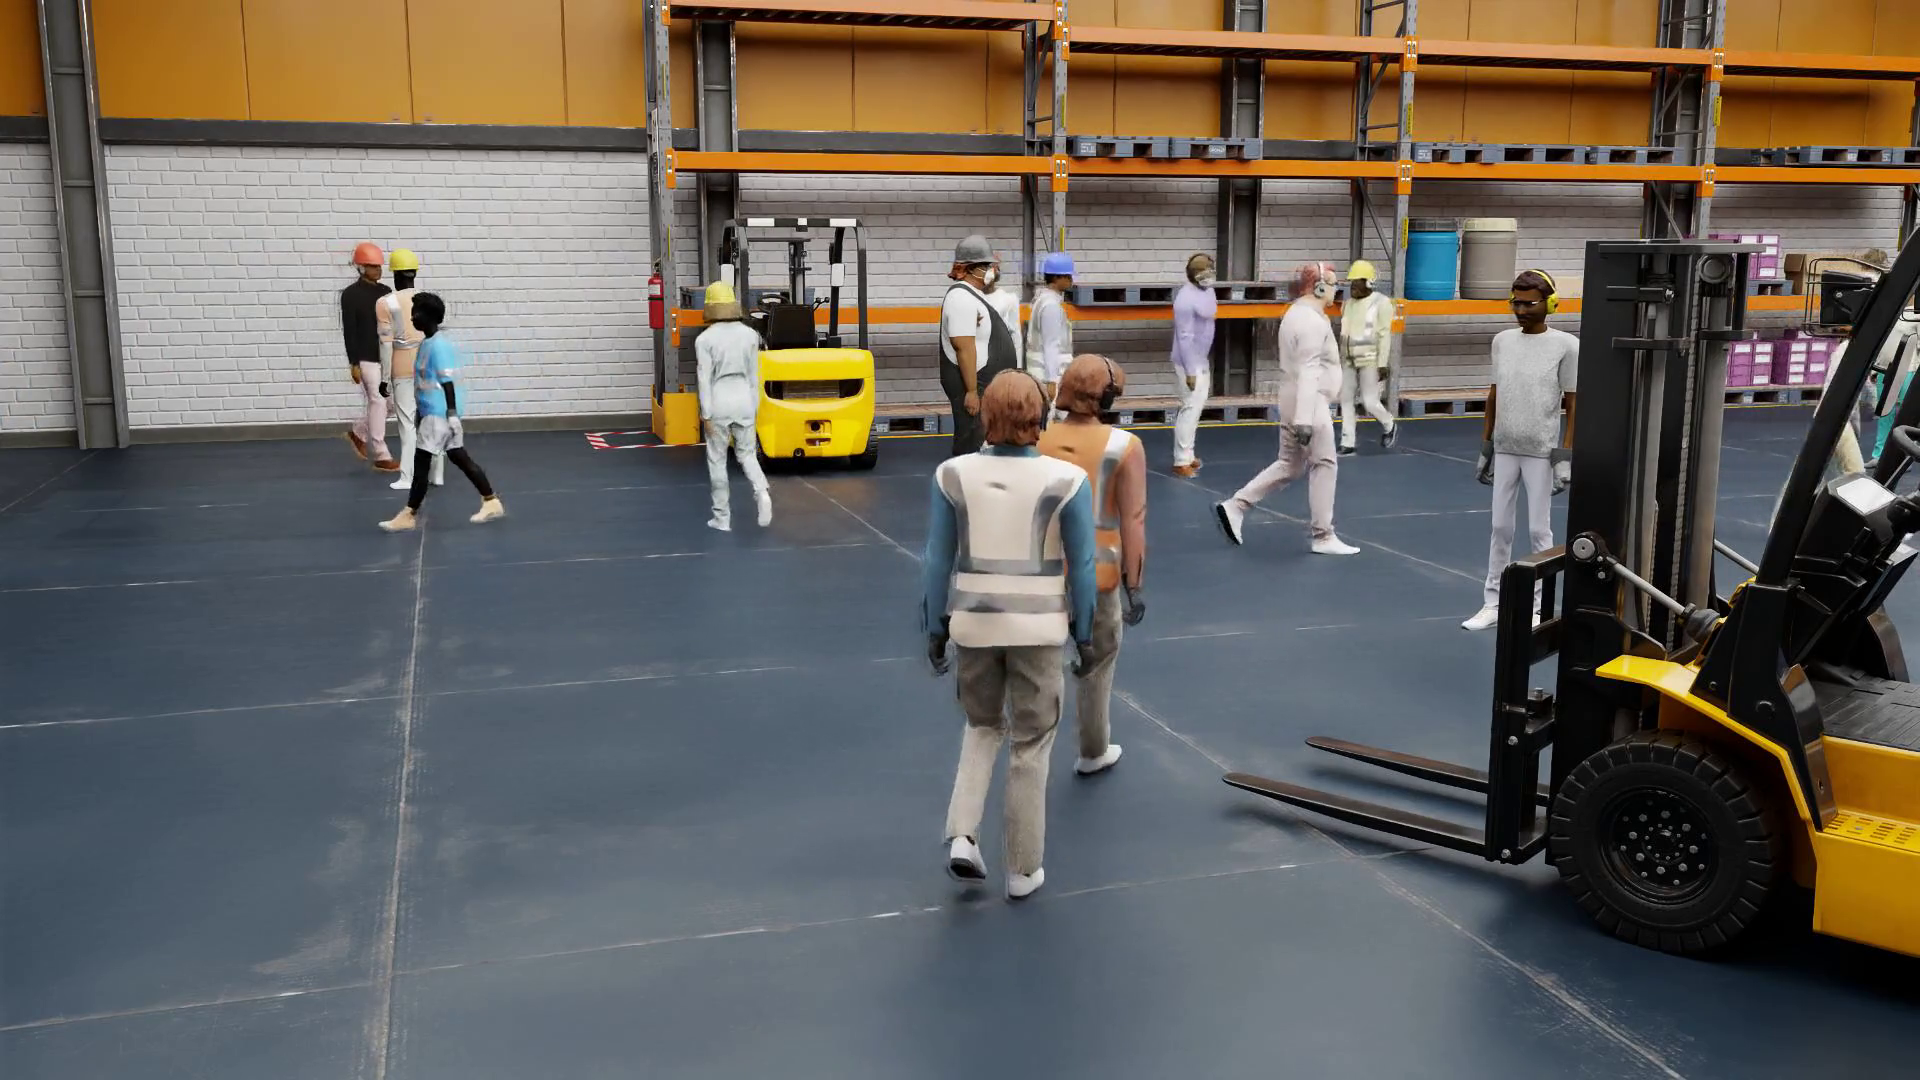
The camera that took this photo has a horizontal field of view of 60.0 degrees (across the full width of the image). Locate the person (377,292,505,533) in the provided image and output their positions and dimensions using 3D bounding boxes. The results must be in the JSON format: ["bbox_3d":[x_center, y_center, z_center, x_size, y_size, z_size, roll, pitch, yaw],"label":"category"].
[{"bbox_3d":[-3.601,-0.895,11.551,0.883,1.651,0.546,-5,11,-25],"label":"person"}]

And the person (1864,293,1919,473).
[{"bbox_3d":[8.063,-1.452,14.309,0.327,1.760,0.523,-4,11,-19],"label":"person"}]

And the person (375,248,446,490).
[{"bbox_3d":[-4.394,-1.360,13.333,0.359,1.930,0.587,9,13,40],"label":"person"}]

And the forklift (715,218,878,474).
[{"bbox_3d":[-1.522,-1.778,14.899,1.214,2.155,2.313,-3,11,-17],"label":"forklift"}]

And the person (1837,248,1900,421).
[{"bbox_3d":[9.920,-2.211,18.113,1.001,1.883,0.652,0,10,1],"label":"person"}]

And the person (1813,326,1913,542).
[{"bbox_3d":[5.827,-0.741,10.849,0.875,1.579,0.520,5,12,26],"label":"person"}]

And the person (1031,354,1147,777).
[{"bbox_3d":[0.408,0.130,6.023,0.634,1.596,0.772,5,11,24],"label":"person"}]

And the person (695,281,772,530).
[{"bbox_3d":[-1.549,-0.897,11.351,0.489,1.722,0.592,-6,12,-31],"label":"person"}]

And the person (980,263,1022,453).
[{"bbox_3d":[0.221,-1.594,14.875,0.595,1.826,0.995,4,11,23],"label":"person"}]

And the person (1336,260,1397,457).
[{"bbox_3d":[3.742,-1.663,15.310,0.610,1.815,0.602,-7,13,-35],"label":"person"}]

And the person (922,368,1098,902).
[{"bbox_3d":[0.154,0.296,5.078,0.525,1.628,0.353,4,11,20],"label":"person"}]

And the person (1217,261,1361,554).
[{"bbox_3d":[2.119,-0.836,10.626,0.829,1.879,0.645,0,10,0],"label":"person"}]

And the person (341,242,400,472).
[{"bbox_3d":[-5.103,-1.579,14.401,0.598,1.976,0.644,3,11,16],"label":"person"}]

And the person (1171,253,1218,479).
[{"bbox_3d":[1.986,-1.470,14.059,0.417,1.895,0.797,5,11,25],"label":"person"}]

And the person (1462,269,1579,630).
[{"bbox_3d":[2.853,-0.426,8.418,0.329,1.857,0.512,-10,14,-43],"label":"person"}]

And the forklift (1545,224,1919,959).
[{"bbox_3d":[2.909,0.117,4.508,2.313,2.155,1.214,9,14,40],"label":"forklift"}]

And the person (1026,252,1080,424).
[{"bbox_3d":[0.618,-1.304,13.092,0.871,1.912,0.643,0,10,1],"label":"person"}]

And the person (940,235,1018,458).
[{"bbox_3d":[0.129,-1.082,11.504,0.537,2.000,0.682,0,10,1],"label":"person"}]
